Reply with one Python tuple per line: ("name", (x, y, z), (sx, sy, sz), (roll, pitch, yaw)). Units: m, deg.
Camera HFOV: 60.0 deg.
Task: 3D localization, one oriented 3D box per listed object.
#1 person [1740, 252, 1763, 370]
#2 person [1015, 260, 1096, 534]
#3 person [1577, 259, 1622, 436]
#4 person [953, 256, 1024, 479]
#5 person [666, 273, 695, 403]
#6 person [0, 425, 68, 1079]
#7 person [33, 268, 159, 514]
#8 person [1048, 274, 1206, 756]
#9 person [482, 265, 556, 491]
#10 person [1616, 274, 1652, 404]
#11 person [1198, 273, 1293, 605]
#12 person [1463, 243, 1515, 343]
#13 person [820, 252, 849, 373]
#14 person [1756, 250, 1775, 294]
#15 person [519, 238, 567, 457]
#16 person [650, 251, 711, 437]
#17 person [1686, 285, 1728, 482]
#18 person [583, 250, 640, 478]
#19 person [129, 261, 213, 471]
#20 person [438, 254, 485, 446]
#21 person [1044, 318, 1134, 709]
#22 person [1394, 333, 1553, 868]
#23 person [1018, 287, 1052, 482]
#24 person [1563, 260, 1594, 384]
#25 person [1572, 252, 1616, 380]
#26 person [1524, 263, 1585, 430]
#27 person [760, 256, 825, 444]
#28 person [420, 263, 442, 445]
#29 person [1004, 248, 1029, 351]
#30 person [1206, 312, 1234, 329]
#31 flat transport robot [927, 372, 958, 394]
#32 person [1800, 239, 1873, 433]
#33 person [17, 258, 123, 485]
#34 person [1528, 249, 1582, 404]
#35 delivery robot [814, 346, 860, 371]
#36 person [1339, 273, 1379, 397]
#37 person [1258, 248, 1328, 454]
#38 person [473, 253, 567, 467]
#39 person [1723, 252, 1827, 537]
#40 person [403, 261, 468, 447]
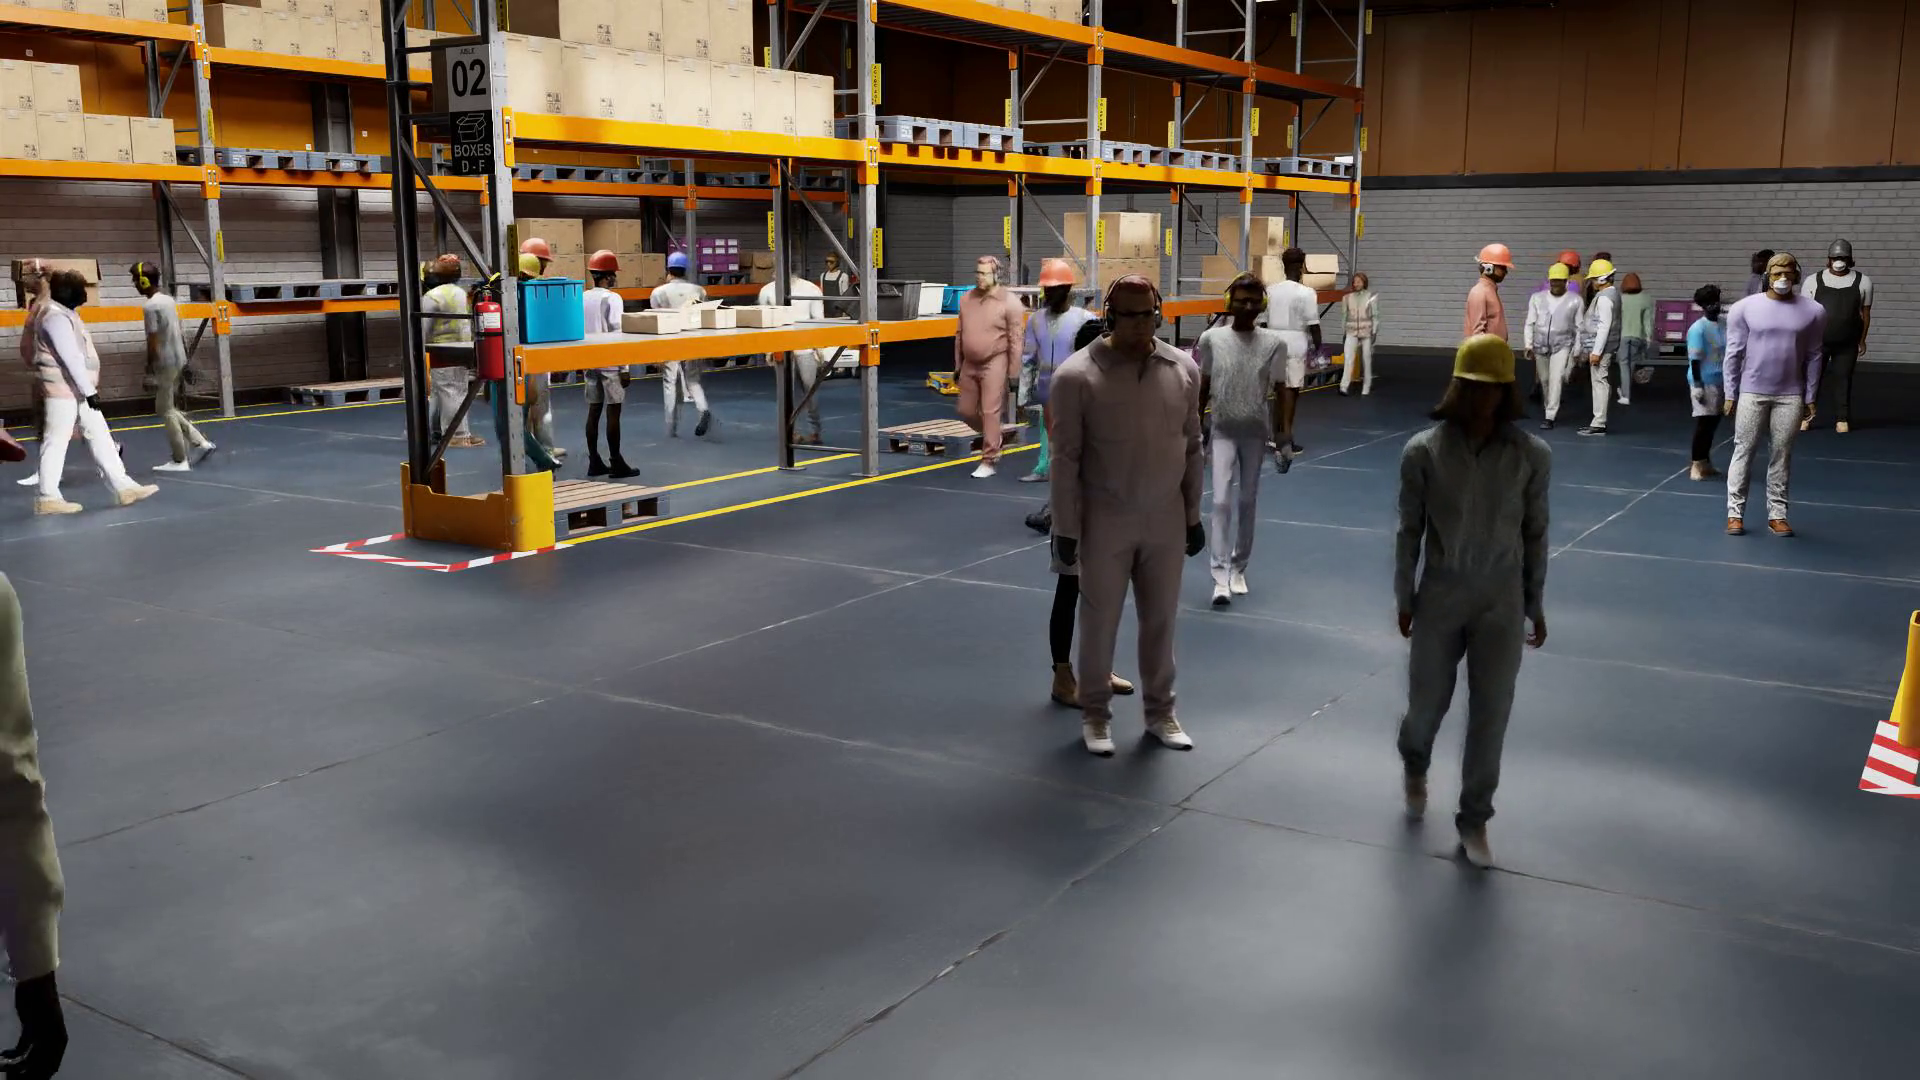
("person", (11.447, -3.153, 23.646), (0.650, 1.863, 0.984), (-6, 12, -32))
("person", (0.672, -1.003, 11.635), (0.567, 1.878, 1.000), (7, 12, 34))
("person", (6.638, -1.991, 17.267), (0.403, 1.822, 0.589), (5, 11, 27))
("person", (0.249, -1.483, 14.255), (0.674, 1.890, 0.525), (7, 13, 35))
("person", (-3.512, -2.510, 20.651), (0.511, 1.641, 0.308), (3, 11, 16))
("person", (-1.580, 0.647, 2.340), (0.716, 1.931, 0.691), (3, 11, 18))
("person", (-6.480, -1.101, 12.369), (0.875, 1.807, 0.620), (-3, 11, -17))
("person", (0.671, -0.092, 6.562), (0.653, 1.895, 0.401), (-3, 11, -19))
("person", (-3.511, -1.234, 13.037), (0.560, 1.834, 0.466), (8, 13, 37))
("person", (8.316, -2.514, 20.793), (0.522, 1.595, 0.826), (0, 10, 1))
("person", (1.579, -0.556, 9.279), (0.555, 1.831, 0.803), (1, 10, 5))
("person", (4.451, -1.502, 14.089), (0.382, 1.993, 0.609), (5, 11, 25))
("person", (-1.937, -3.470, 25.428), (0.525, 1.843, 0.345), (5, 11, 26))
("person", (10.509, -2.802, 21.579), (0.408, 1.899, 0.743), (7, 12, 33))
("person", (-3.955, -1.789, 15.544), (0.377, 2.041, 0.607), (-7, 13, -35))
("person", (-2.813, -1.968, 16.899), (0.648, 1.915, 0.753), (-4, 11, -22))
("person", (6.346, -1.318, 14.035), (0.689, 1.653, 0.321), (-8, 13, -39))
("person", (-3.024, -1.498, 14.213), (0.542, 1.939, 0.365), (7, 12, 34))
("person", (-6.919, -1.496, 14.496), (0.446, 1.840, 0.529), (-1, 10, -7))
("person", (-4.968, -1.857, 16.352), (0.584, 1.883, 0.346), (10, 14, 43))
("person", (0.581, -0.125, 7.286), (0.319, 1.693, 0.532), (9, 13, 40))
("person", (1.688, 0.177, 5.515), (0.497, 1.734, 0.498), (1, 10, 8))
("person", (0.905, -1.353, 14.009), (0.831, 1.722, 0.512), (-2, 11, -13))
("person", (8.665, -3.119, 23.678), (0.630, 1.790, 0.934), (5, 11, 25))
("person", (9.145, -3.217, 23.969), (0.778, 1.861, 0.574), (-3, 11, -14))
("person", (6.456, -2.115, 18.068), (0.577, 1.792, 0.957), (7, 12, 33))
("person", (-1.640, -1.875, 16.436), (0.650, 1.903, 0.499), (-1, 10, -3))
("person", (-5.269, -1.859, 16.628), (0.607, 1.801, 0.619), (7, 12, 33))
("person", (0.997, -4.400, 30.346), (0.374, 1.920, 0.585), (10, 14, 44))
("person", (3.876, -3.319, 24.170), (0.610, 1.986, 0.393), (1, 10, 8))
("flat transport robot", (-0.010, -2.107, 22.210), (0.652, 0.197, 1.431), (-2, 10, -10))
("person", (9.198, -2.145, 17.517), (0.689, 2.000, 0.539), (5, 11, 24))
("person", (-7.449, -1.389, 13.790), (0.714, 1.887, 0.671), (-7, 13, -35))
("person", (7.328, -2.603, 20.398), (0.450, 1.929, 0.559), (-6, 12, -32))
("delivery robot", (-1.824, -2.670, 24.283), (0.707, 0.478, 0.477), (-5, 11, -26))
("person", (5.173, -2.652, 21.567), (0.514, 1.593, 0.865), (5, 11, 25))
("person", (3.158, -1.777, 15.750), (0.480, 1.942, 0.652), (-8, 13, -38))
("person", (-3.896, -1.576, 14.737), (0.820, 1.909, 0.411), (-2, 11, -13))
("person", (5.552, -0.988, 11.389), (0.629, 1.940, 0.372), (2, 10, 12))
("person", (-5.197, -1.805, 16.260), (0.792, 1.814, 0.647), (1, 10, 8))
